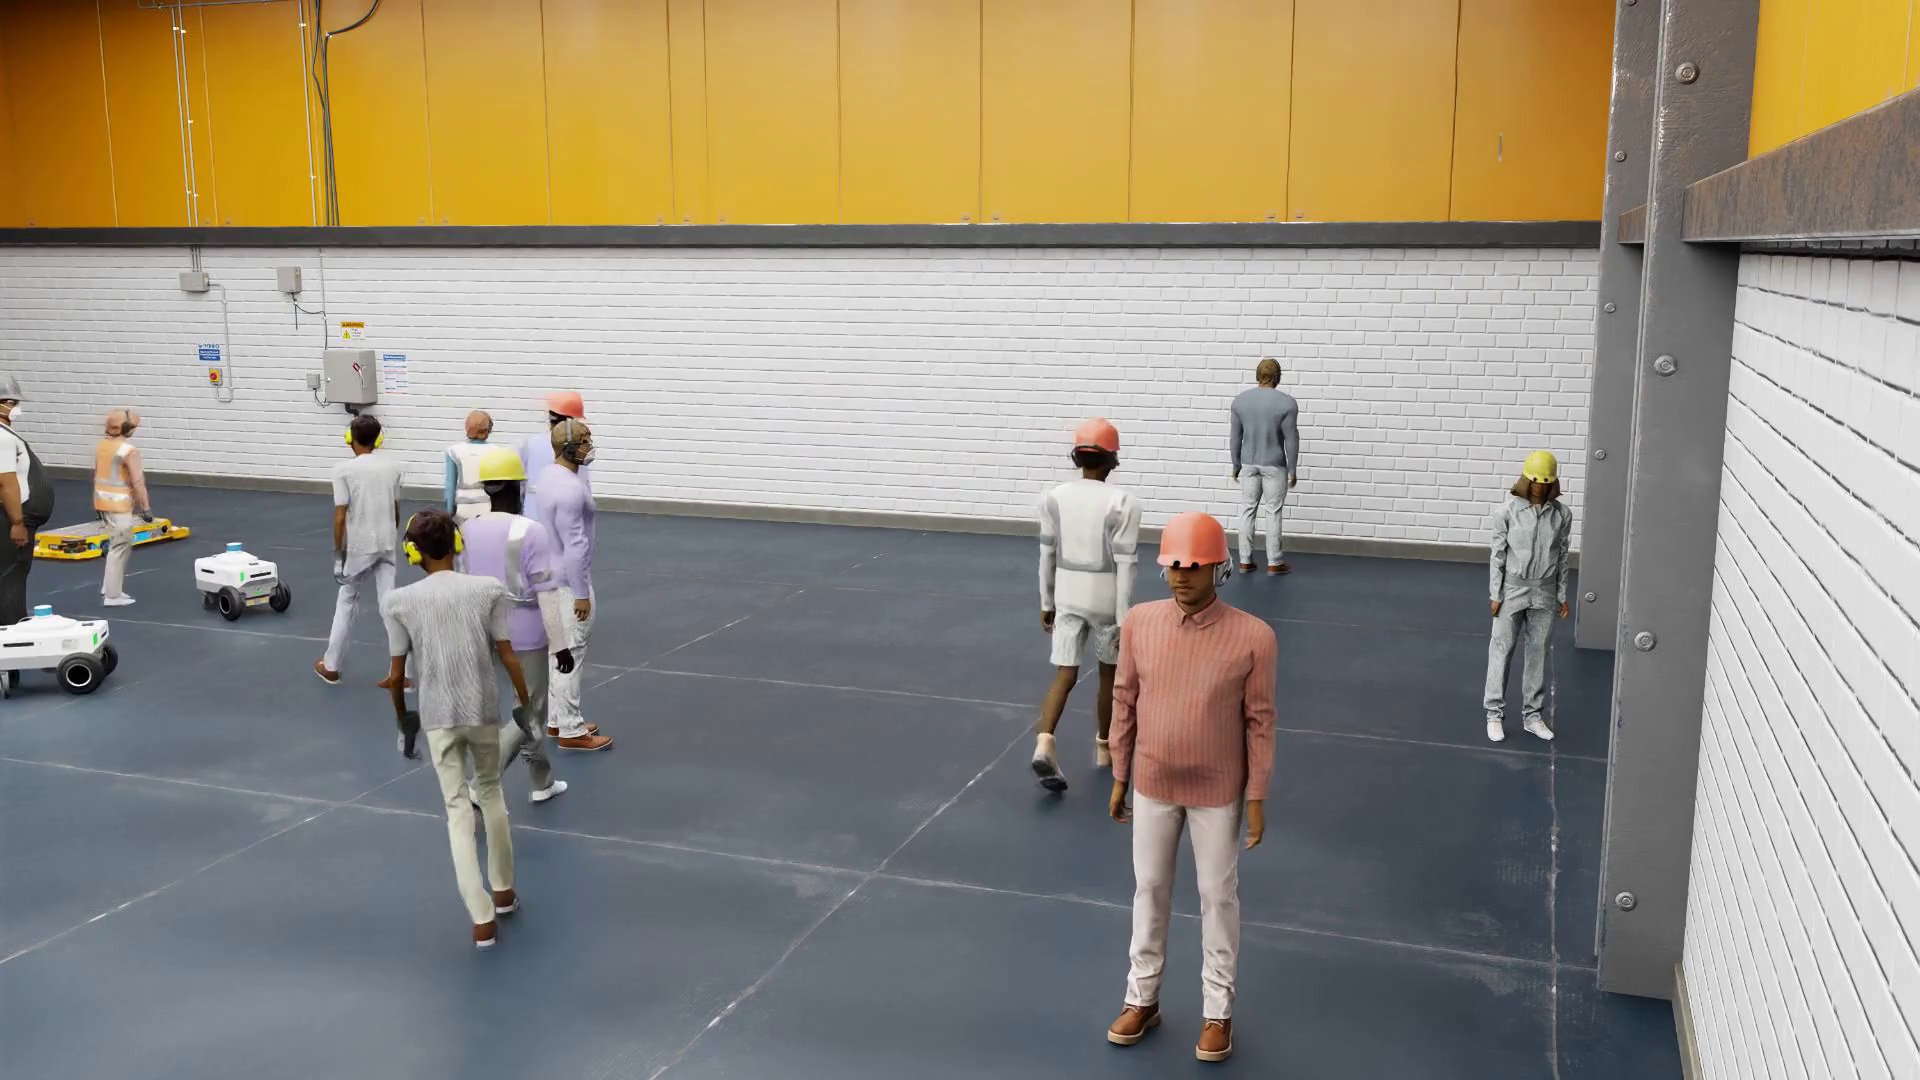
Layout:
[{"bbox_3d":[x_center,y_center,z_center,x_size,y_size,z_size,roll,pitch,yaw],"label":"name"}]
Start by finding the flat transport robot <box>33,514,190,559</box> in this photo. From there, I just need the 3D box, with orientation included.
[{"bbox_3d":[-8.219,-0.040,16.026,0.652,0.197,1.431,3,11,17],"label":"flat transport robot"}]

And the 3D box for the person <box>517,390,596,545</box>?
[{"bbox_3d":[-2.915,-0.132,11.989,0.567,1.877,0.930,5,11,26],"label":"person"}]

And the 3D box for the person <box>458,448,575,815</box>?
[{"bbox_3d":[-2.287,0.482,8.499,0.635,1.902,0.757,7,12,33],"label":"person"}]

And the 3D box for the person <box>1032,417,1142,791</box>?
[{"bbox_3d":[0.663,0.347,8.998,0.611,2.012,0.953,5,11,27],"label":"person"}]

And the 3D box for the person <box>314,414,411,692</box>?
[{"bbox_3d":[-3.958,0.081,11.015,0.871,1.818,0.551,9,14,43],"label":"person"}]

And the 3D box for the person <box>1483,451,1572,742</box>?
[{"bbox_3d":[3.364,0.332,9.812,0.483,1.735,0.311,-1,10,-5],"label":"person"}]

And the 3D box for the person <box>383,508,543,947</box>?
[{"bbox_3d":[-2.105,0.768,7.082,0.601,1.828,0.716,-4,11,-20],"label":"person"}]

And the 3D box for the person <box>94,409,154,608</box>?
[{"bbox_3d":[-6.782,-0.251,13.442,0.536,1.619,0.419,7,12,35],"label":"person"}]

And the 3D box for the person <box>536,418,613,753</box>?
[{"bbox_3d":[-2.264,0.259,9.651,0.354,1.937,0.635,-5,11,-24],"label":"person"}]

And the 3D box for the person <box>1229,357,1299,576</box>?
[{"bbox_3d":[2.701,-0.650,14.766,0.635,1.937,0.352,6,12,32],"label":"person"}]

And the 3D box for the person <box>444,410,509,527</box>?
[{"bbox_3d":[-3.786,-0.218,13.203,0.546,1.620,0.463,0,10,-2],"label":"person"}]

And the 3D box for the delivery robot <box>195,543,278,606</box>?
[{"bbox_3d":[-5.766,0.266,13.240,0.707,0.478,0.477,7,12,35],"label":"delivery robot"}]

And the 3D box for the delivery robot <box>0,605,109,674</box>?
[{"bbox_3d":[-6.016,0.673,10.948,0.707,0.478,0.477,-3,10,-15],"label":"delivery robot"}]

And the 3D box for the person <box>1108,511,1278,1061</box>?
[{"bbox_3d":[0.820,0.878,5.998,0.608,1.996,0.380,5,11,24],"label":"person"}]

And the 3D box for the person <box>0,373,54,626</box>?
[{"bbox_3d":[-6.721,-0.174,11.799,0.536,2.000,0.678,-9,13,-41],"label":"person"}]
